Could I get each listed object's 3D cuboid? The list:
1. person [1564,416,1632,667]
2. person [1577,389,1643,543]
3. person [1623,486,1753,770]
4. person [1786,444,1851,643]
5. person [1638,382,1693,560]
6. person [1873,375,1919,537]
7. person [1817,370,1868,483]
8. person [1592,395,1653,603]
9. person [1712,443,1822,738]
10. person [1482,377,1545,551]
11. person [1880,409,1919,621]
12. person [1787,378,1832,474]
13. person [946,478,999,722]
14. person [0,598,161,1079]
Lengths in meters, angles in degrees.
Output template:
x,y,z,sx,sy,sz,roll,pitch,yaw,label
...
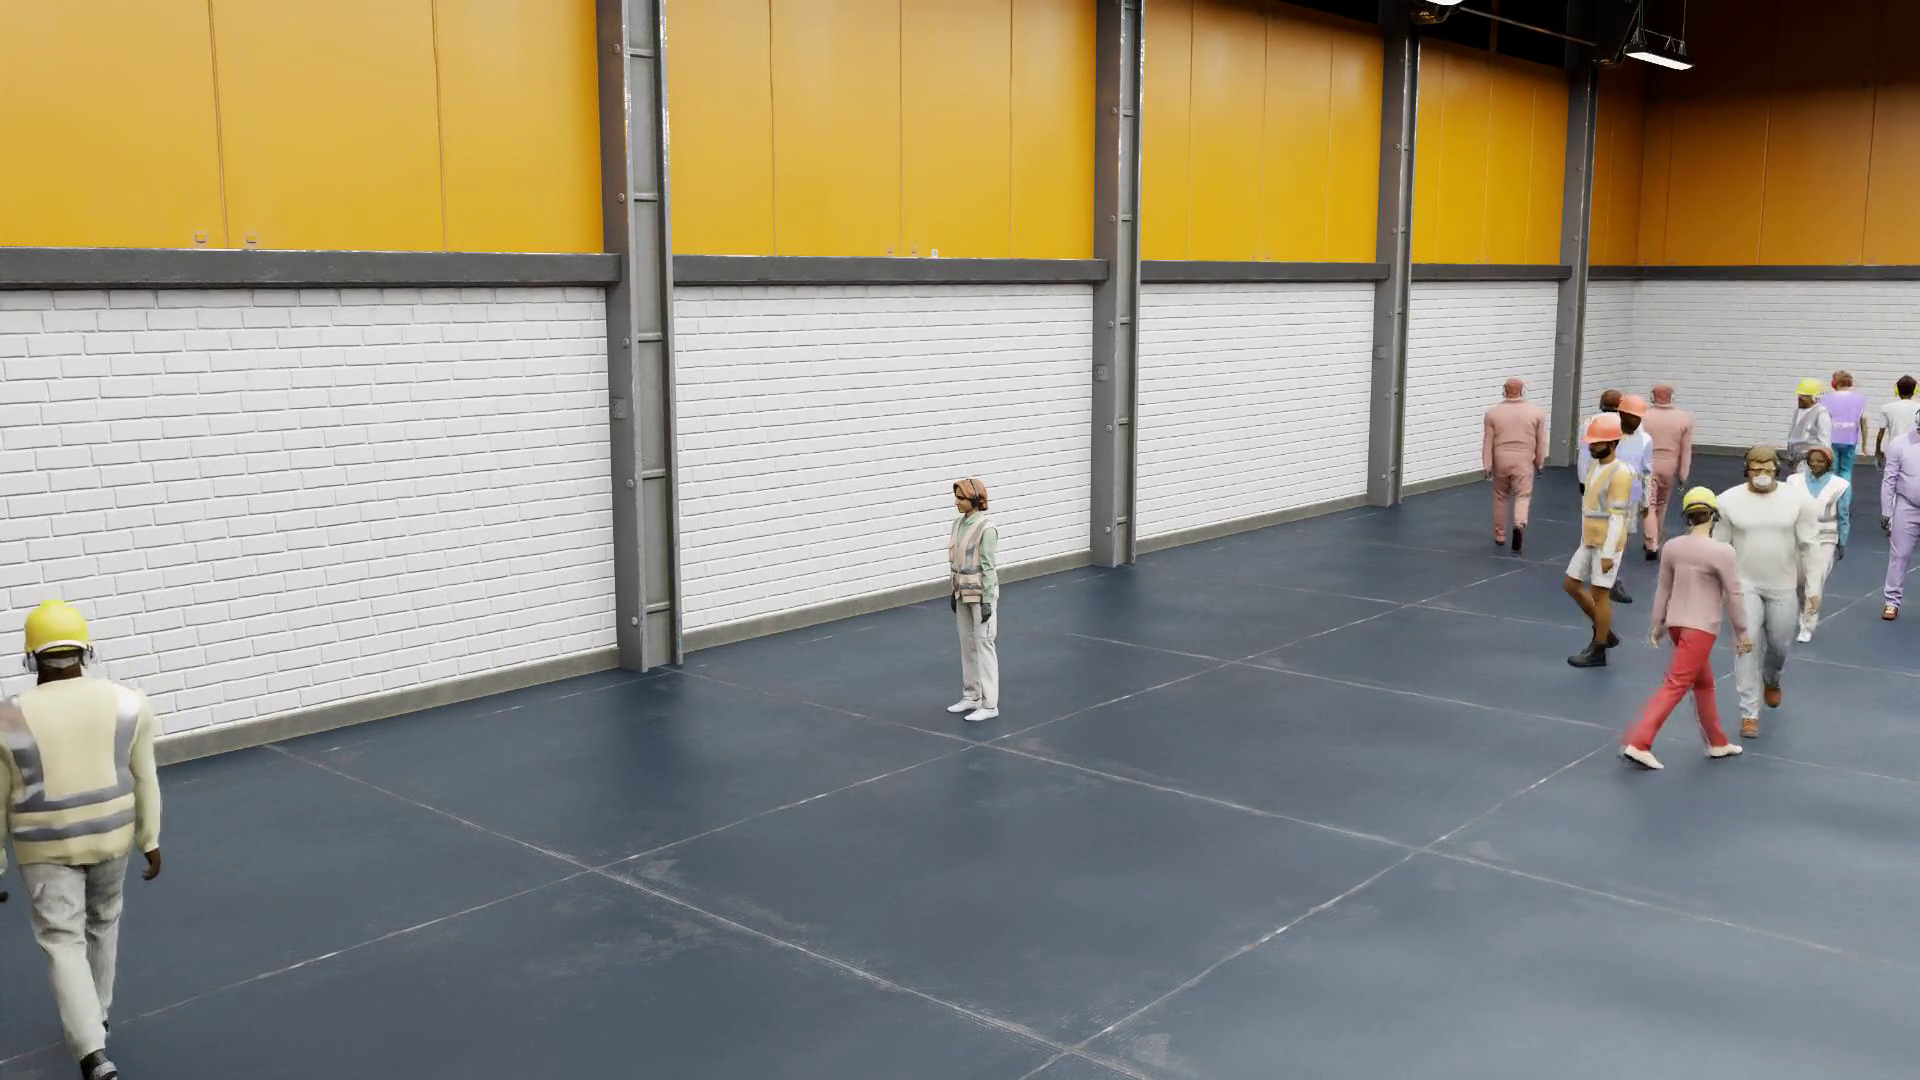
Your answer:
x,y,z,sx,sy,sz,roll,pitch,yaw,label
4.831,0.019,12.583,0.387,1.925,0.579,-1,9,-4,person
6.605,-0.627,17.004,0.632,1.821,0.710,1,9,9,person
4.415,0.533,10.074,0.927,1.708,0.538,-2,9,-15,person
7.039,-0.002,13.704,0.520,1.608,0.746,8,12,39,person
7.331,-0.732,17.526,0.650,1.869,0.976,1,9,7,person
10.692,-0.946,18.879,0.566,1.851,0.535,5,10,28,person
10.769,-1.162,20.337,0.633,1.819,0.457,3,9,16,person
6.107,-0.416,15.445,0.555,1.905,0.909,-1,9,-3,person
5.274,0.297,10.936,0.683,1.906,0.858,4,10,26,person
6.001,-0.826,18.060,0.649,1.878,0.799,3,10,21,person
8.260,-0.236,14.263,0.653,1.906,0.405,4,10,22,person
9.914,-0.986,19.336,0.805,1.799,0.616,-1,9,-4,person
0.092,0.396,11.164,0.314,1.629,0.509,-5,11,-31,person
-3.266,1.112,6.139,0.600,1.803,0.874,-8,12,-41,person
